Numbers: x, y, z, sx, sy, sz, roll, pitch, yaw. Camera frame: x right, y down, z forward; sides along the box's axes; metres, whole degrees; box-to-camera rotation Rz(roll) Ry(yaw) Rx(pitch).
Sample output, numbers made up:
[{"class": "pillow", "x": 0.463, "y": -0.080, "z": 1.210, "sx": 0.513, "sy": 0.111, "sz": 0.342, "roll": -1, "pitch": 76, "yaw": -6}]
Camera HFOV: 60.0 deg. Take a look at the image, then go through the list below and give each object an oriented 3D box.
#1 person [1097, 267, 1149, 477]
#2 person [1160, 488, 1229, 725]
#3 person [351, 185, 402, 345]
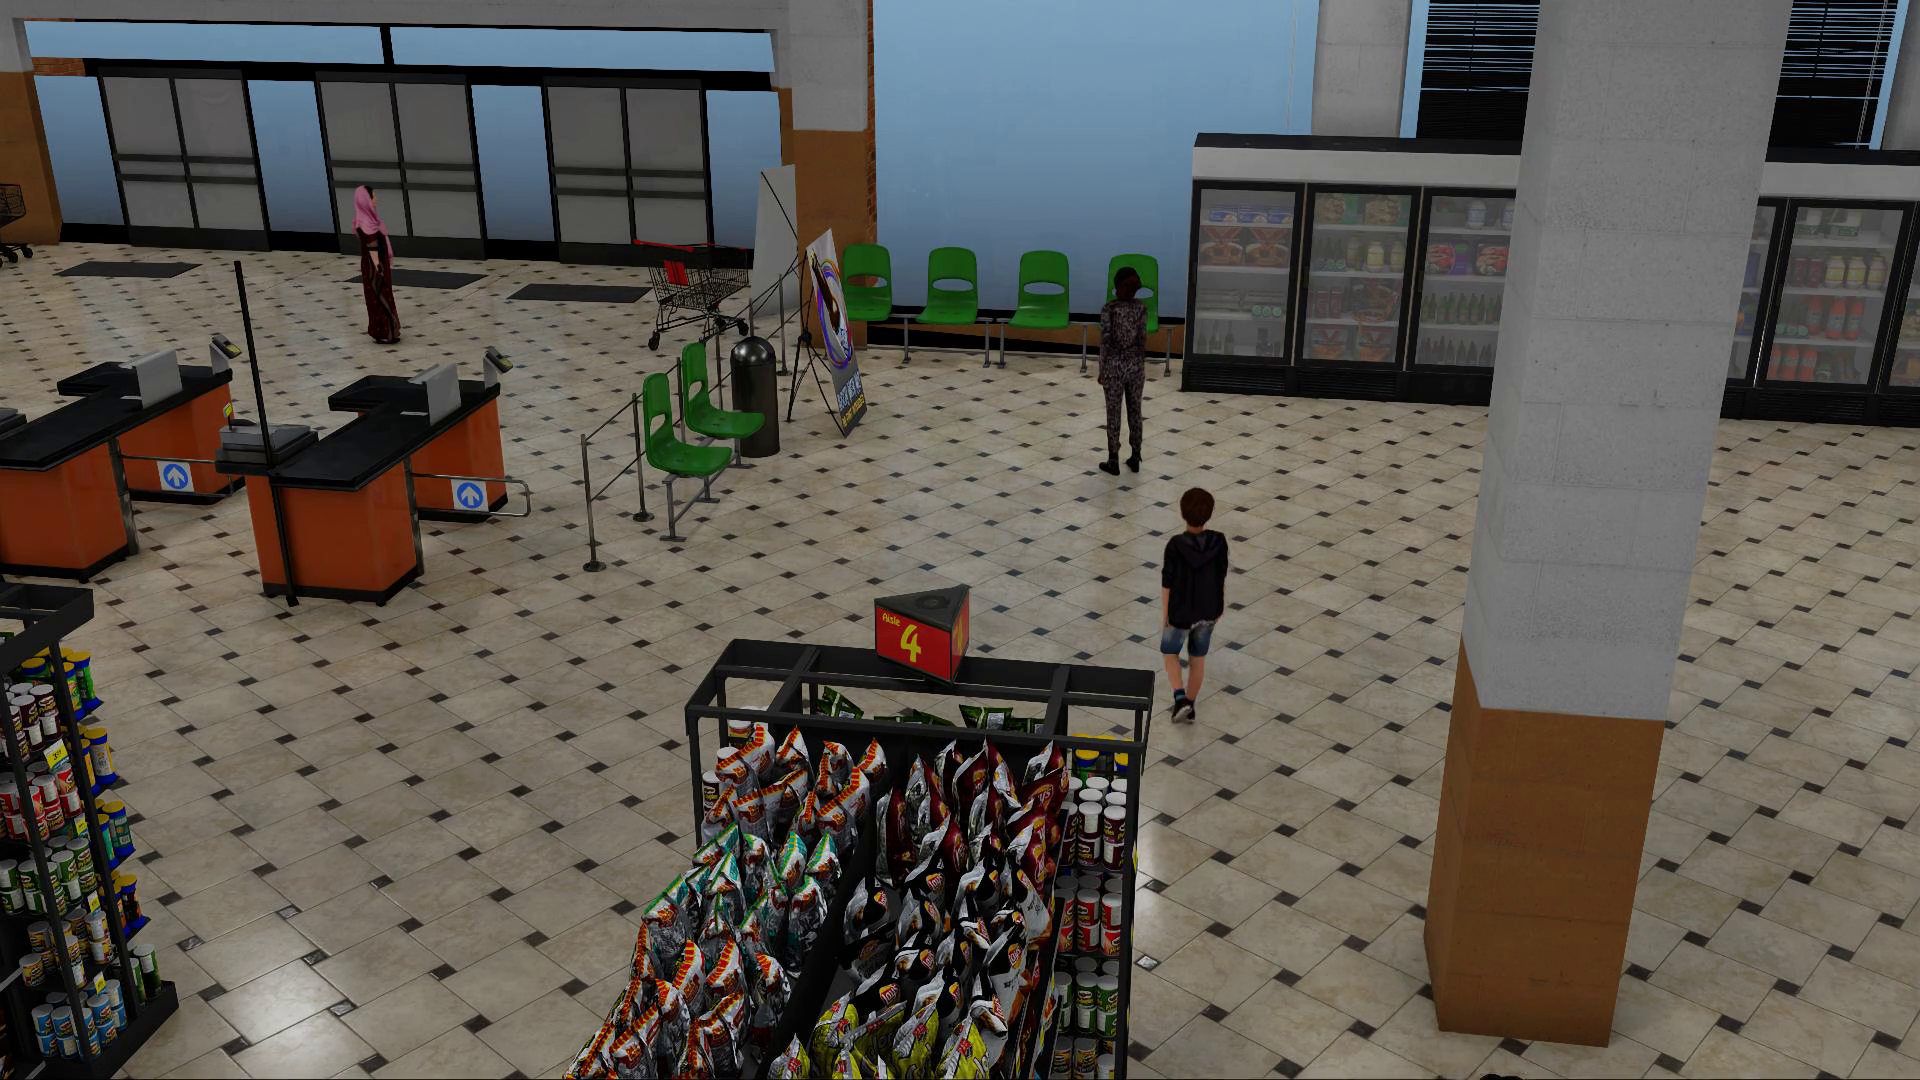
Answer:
[{"class": "person", "x": 1.320, "y": -1.368, "z": 13.449, "sx": 0.665, "sy": 1.713, "sz": 0.694, "roll": -7, "pitch": 23, "yaw": -17}, {"class": "person", "x": 1.319, "y": 0.411, "z": 9.392, "sx": 0.637, "sy": 1.435, "sz": 0.757, "roll": -2, "pitch": 22, "yaw": -5}, {"class": "person", "x": -6.077, "y": -2.863, "z": 17.270, "sx": 0.817, "sy": 1.637, "sz": 0.702, "roll": -6, "pitch": 23, "yaw": -16}]
